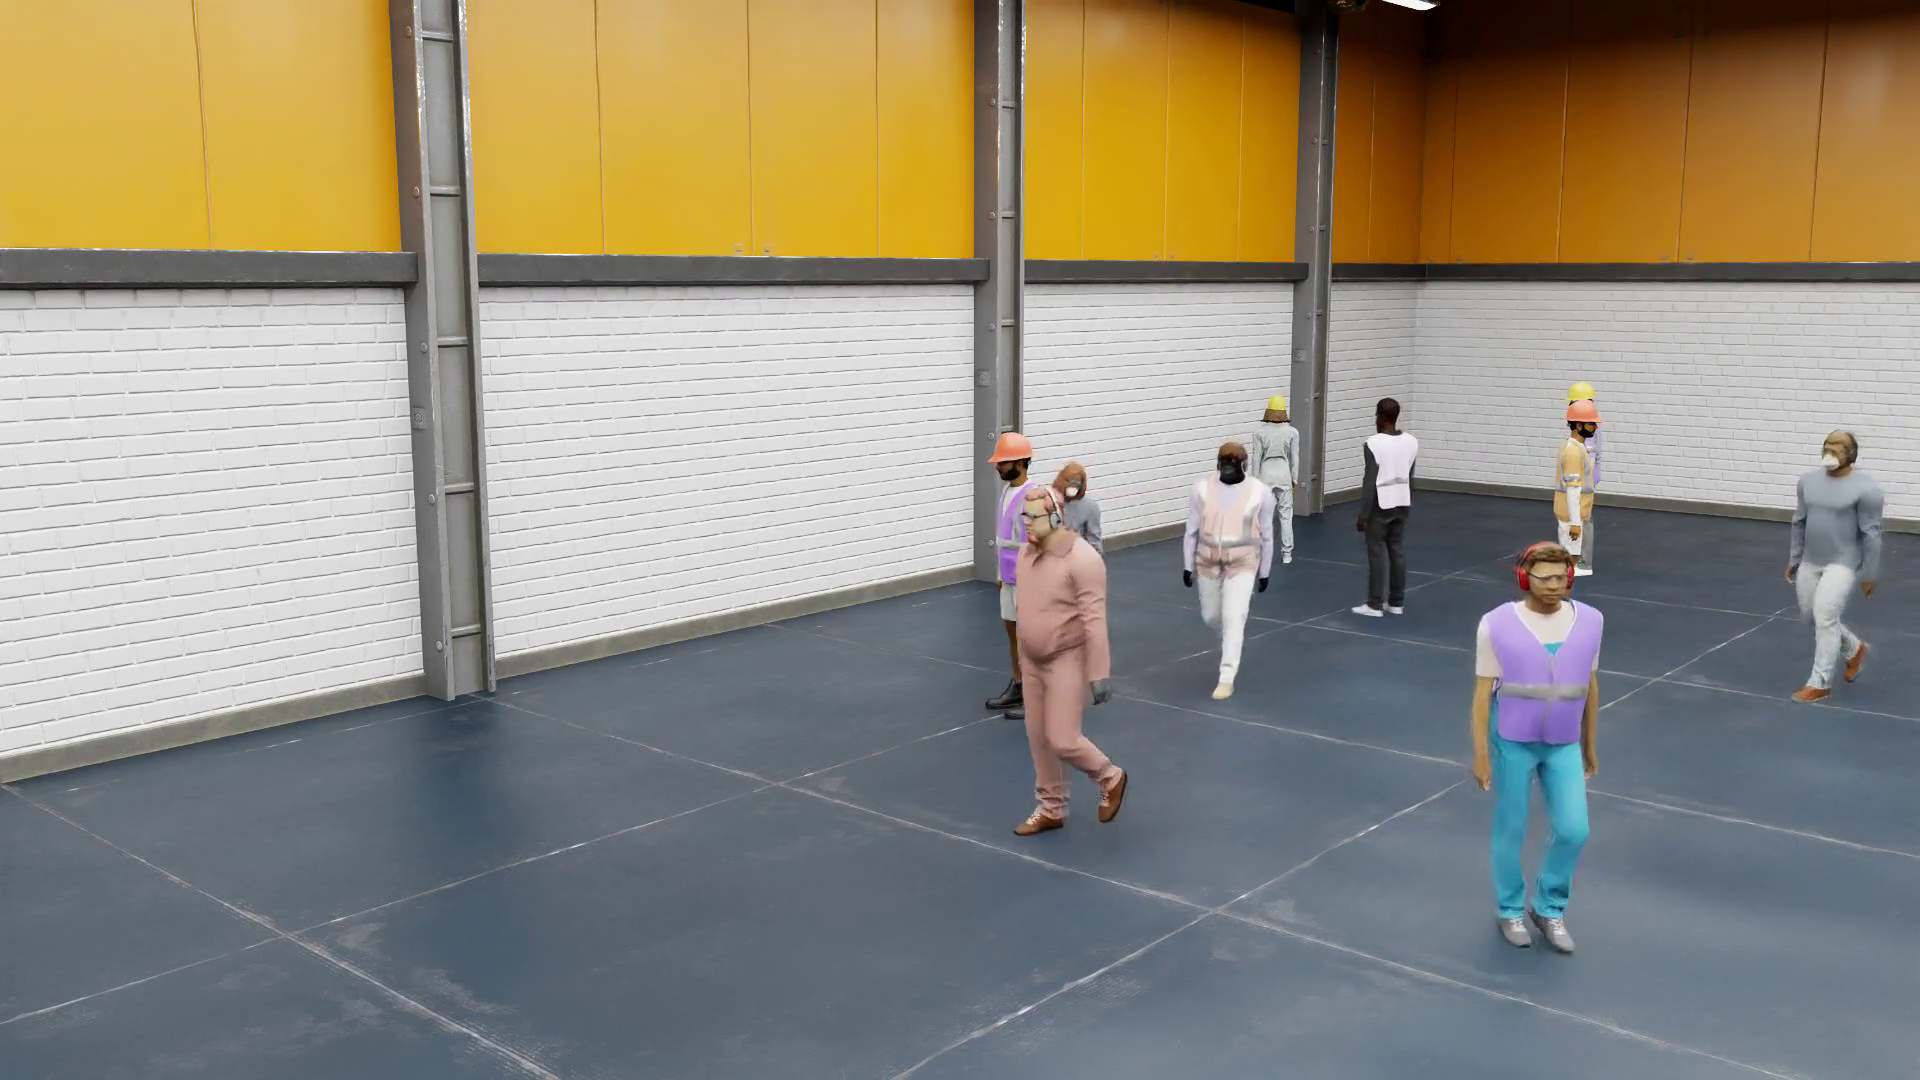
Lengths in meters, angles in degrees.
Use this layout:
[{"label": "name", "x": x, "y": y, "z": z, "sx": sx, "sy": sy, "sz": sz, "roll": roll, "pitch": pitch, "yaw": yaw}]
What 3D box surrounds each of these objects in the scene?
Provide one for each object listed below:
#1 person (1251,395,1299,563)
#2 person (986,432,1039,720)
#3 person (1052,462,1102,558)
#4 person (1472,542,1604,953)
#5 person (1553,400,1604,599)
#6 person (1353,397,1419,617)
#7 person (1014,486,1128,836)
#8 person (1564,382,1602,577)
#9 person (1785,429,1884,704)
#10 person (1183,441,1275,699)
[{"label": "person", "x": 3.253, "y": -0.626, "z": 17.222, "sx": 0.492, "sy": 1.742, "sz": 0.320, "roll": 0, "pitch": 9, "yaw": 1}, {"label": "person", "x": 0.373, "y": 0.239, "z": 11.189, "sx": 0.377, "sy": 1.932, "sz": 0.552, "roll": -4, "pitch": 10, "yaw": -22}, {"label": "person", "x": 0.826, "y": 0.194, "z": 12.569, "sx": 0.553, "sy": 1.580, "sz": 0.728, "roll": 4, "pitch": 10, "yaw": 26}, {"label": "person", "x": 2.536, "y": 0.913, "z": 7.274, "sx": 0.607, "sy": 1.825, "sz": 0.551, "roll": -1, "pitch": 9, "yaw": -3}, {"label": "person", "x": 5.195, "y": -0.215, "z": 14.028, "sx": 0.357, "sy": 1.937, "sz": 0.551, "roll": 3, "pitch": 9, "yaw": 17}, {"label": "person", "x": 3.736, "y": -0.285, "z": 14.532, "sx": 0.599, "sy": 1.916, "sz": 0.381, "roll": -5, "pitch": 10, "yaw": -30}, {"label": "person", "x": 0.556, "y": 0.645, "z": 8.771, "sx": 0.554, "sy": 1.890, "sz": 0.685, "roll": -6, "pitch": 11, "yaw": -34}, {"label": "person", "x": 6.134, "y": -0.596, "z": 16.460, "sx": 0.377, "sy": 1.922, "sz": 0.594, "roll": 3, "pitch": 9, "yaw": 17}, {"label": "person", "x": 6.177, "y": 0.170, "z": 11.664, "sx": 0.771, "sy": 1.921, "sz": 0.624, "roll": -4, "pitch": 10, "yaw": -22}, {"label": "person", "x": 1.942, "y": 0.176, "z": 11.985, "sx": 0.627, "sy": 1.820, "sz": 0.846, "roll": 4, "pitch": 10, "yaw": 26}]
